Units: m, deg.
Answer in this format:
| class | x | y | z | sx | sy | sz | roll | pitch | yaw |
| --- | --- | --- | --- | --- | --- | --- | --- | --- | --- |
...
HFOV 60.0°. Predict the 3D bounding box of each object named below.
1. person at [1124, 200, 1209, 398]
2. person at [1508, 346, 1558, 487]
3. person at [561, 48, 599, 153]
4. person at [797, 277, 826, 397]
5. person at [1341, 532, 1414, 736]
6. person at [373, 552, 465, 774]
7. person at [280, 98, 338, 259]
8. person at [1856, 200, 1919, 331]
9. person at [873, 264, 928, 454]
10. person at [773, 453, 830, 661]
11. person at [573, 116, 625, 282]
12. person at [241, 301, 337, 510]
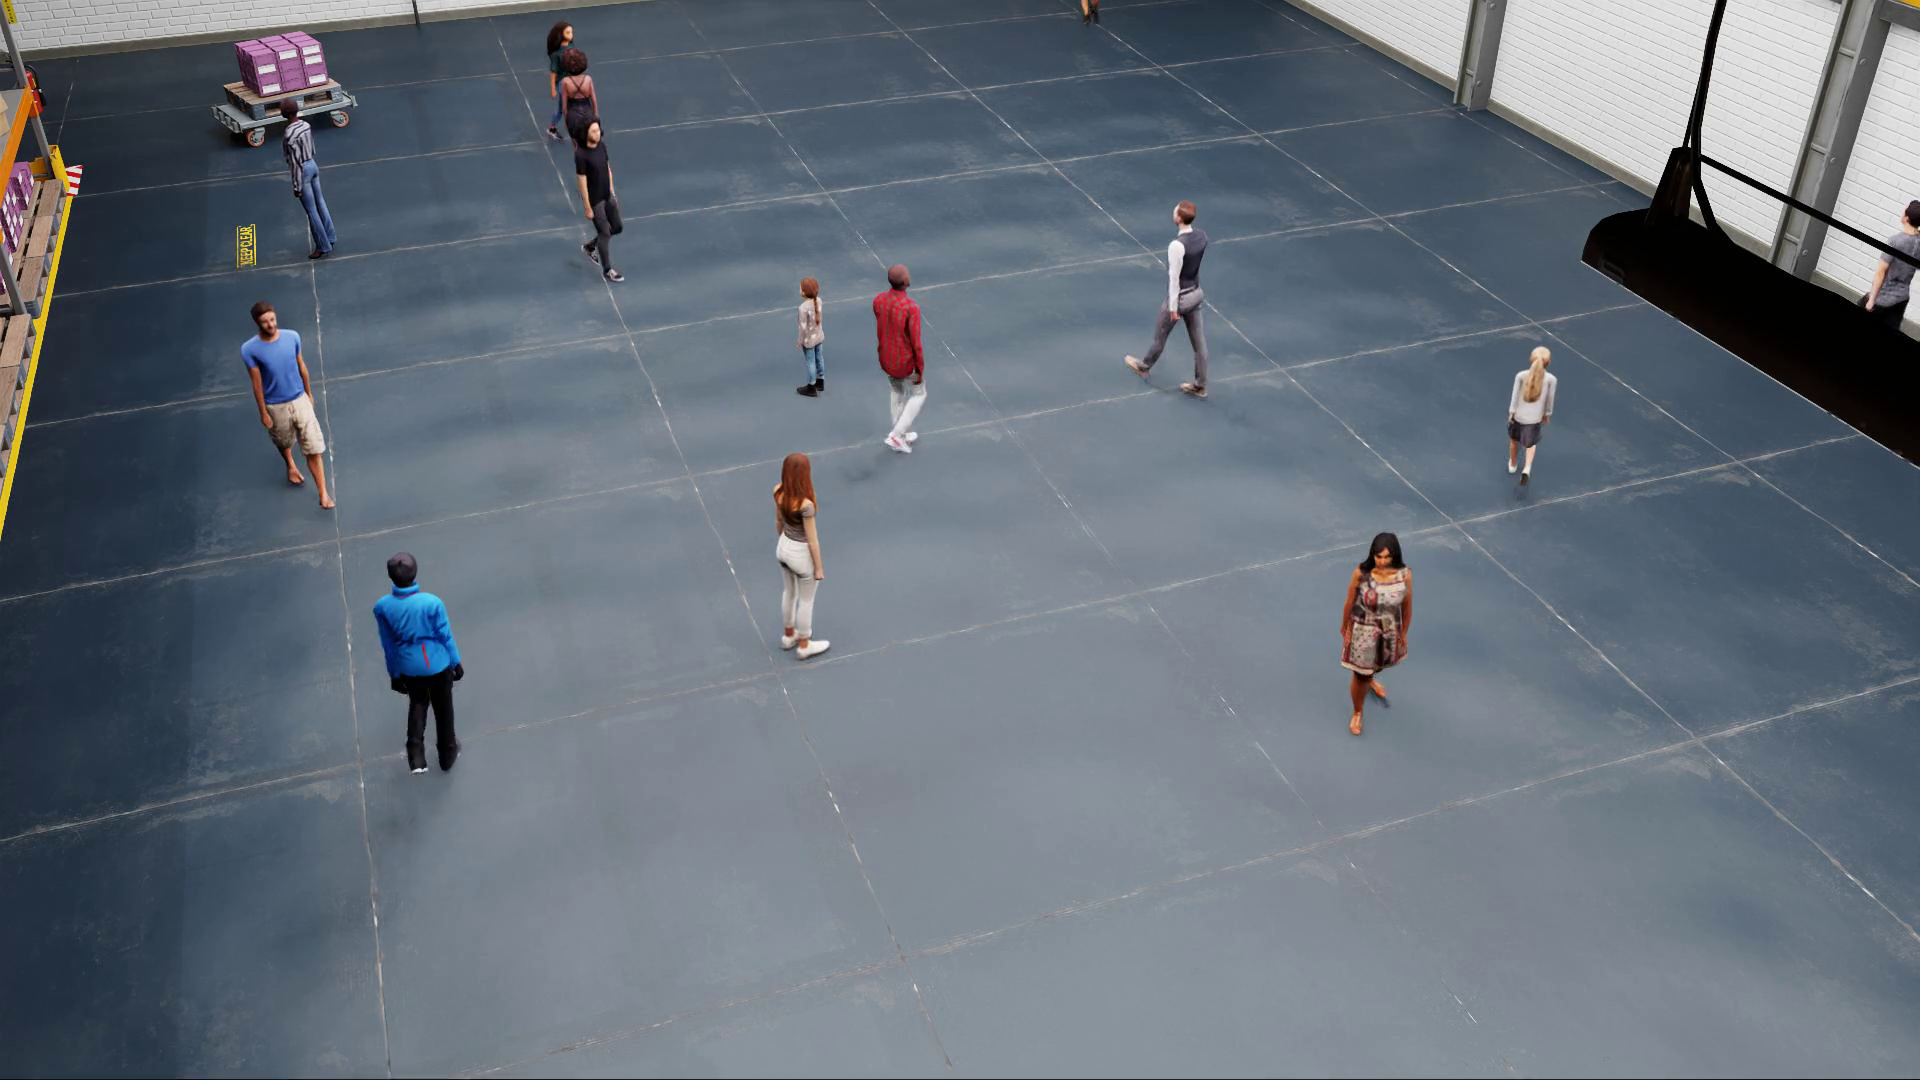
| class | x | y | z | sx | sy | sz | roll | pitch | yaw |
| --- | --- | --- | --- | --- | --- | --- | --- | --- | --- |
| person | 2.179 | -2.226 | 15.600 | 0.968 | 1.897 | 1.253 | -26 | 42 | -34 |
| person | 4.939 | -1.071 | 14.433 | 0.752 | 1.266 | 0.847 | 10 | 35 | 14 |
| person | -4.478 | -4.917 | 19.758 | 0.564 | 1.776 | 0.633 | -13 | 36 | -19 |
| person | -1.409 | -1.940 | 15.805 | 0.599 | 1.194 | 0.556 | 20 | 39 | 27 |
| person | 2.908 | 0.584 | 11.621 | 0.854 | 1.623 | 0.978 | 0 | 34 | 0 |
| person | -3.576 | 0.888 | 11.019 | 0.768 | 1.783 | 0.877 | 1 | 34 | 1 |
| person | -7.217 | -3.998 | 18.359 | 0.764 | 1.795 | 0.620 | 2 | 34 | 4 |
| person | 8.820 | -2.251 | 15.693 | 0.793 | 1.837 | 1.175 | -7 | 34 | -10 |
| person | -0.582 | -1.564 | 14.684 | 0.858 | 1.809 | 0.913 | 23 | 40 | 30 |
| person | -1.207 | 0.121 | 12.232 | 0.603 | 1.717 | 0.726 | 28 | 43 | 36 |
| person | -3.945 | -3.691 | 17.877 | 0.956 | 1.817 | 0.897 | 14 | 36 | 20 |
| person | -5.761 | -1.197 | 14.125 | 0.843 | 1.817 | 1.300 | -20 | 39 | -27 |
